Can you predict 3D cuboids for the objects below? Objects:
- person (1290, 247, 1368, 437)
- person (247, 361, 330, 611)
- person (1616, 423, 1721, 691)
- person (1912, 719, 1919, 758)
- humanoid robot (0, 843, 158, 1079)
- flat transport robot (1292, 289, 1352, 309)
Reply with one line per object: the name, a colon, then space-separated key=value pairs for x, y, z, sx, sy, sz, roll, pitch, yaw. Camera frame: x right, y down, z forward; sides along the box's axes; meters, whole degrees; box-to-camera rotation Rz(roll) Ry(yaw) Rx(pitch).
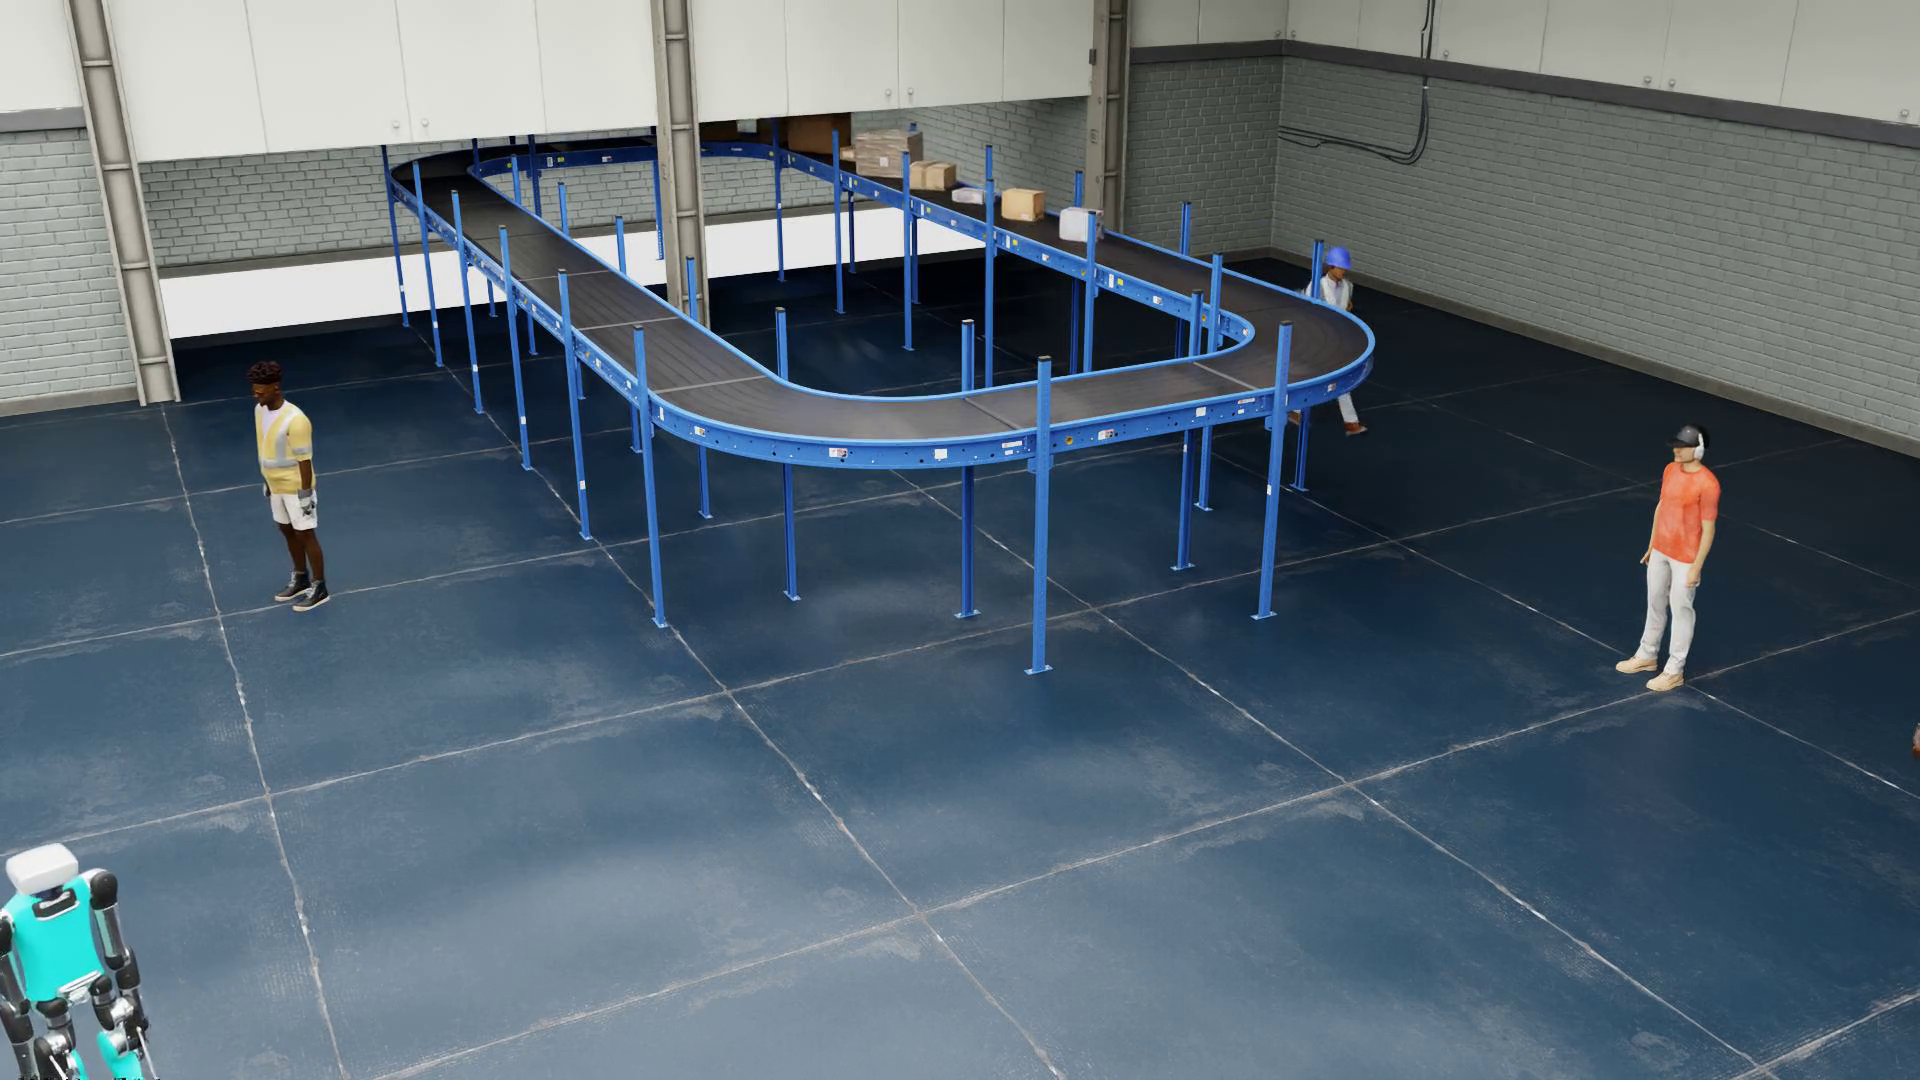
person: x=3.691 y=-1.964 z=16.569 sx=0.623 sy=1.891 sz=1.009 roll=-11 pitch=24 yaw=-25
person: x=-5.122 y=-0.427 z=12.682 sx=0.603 sy=1.958 sz=0.378 roll=17 pitch=28 yaw=36
person: x=4.881 y=0.112 z=11.410 sx=0.408 sy=1.910 sz=0.481 roll=-8 pitch=23 yaw=-19
person: x=5.496 y=1.190 z=9.143 sx=0.460 sy=1.601 sz=0.872 roll=6 pitch=23 yaw=14
humanoid robot: x=-3.431 y=2.160 z=6.728 sx=0.751 sy=1.886 sz=0.543 roll=15 pitch=27 yaw=33
flat transport robot: x=4.308 y=-2.971 z=21.220 sx=1.431 sy=0.231 sz=0.659 roll=-18 pitch=28 yaw=-37
